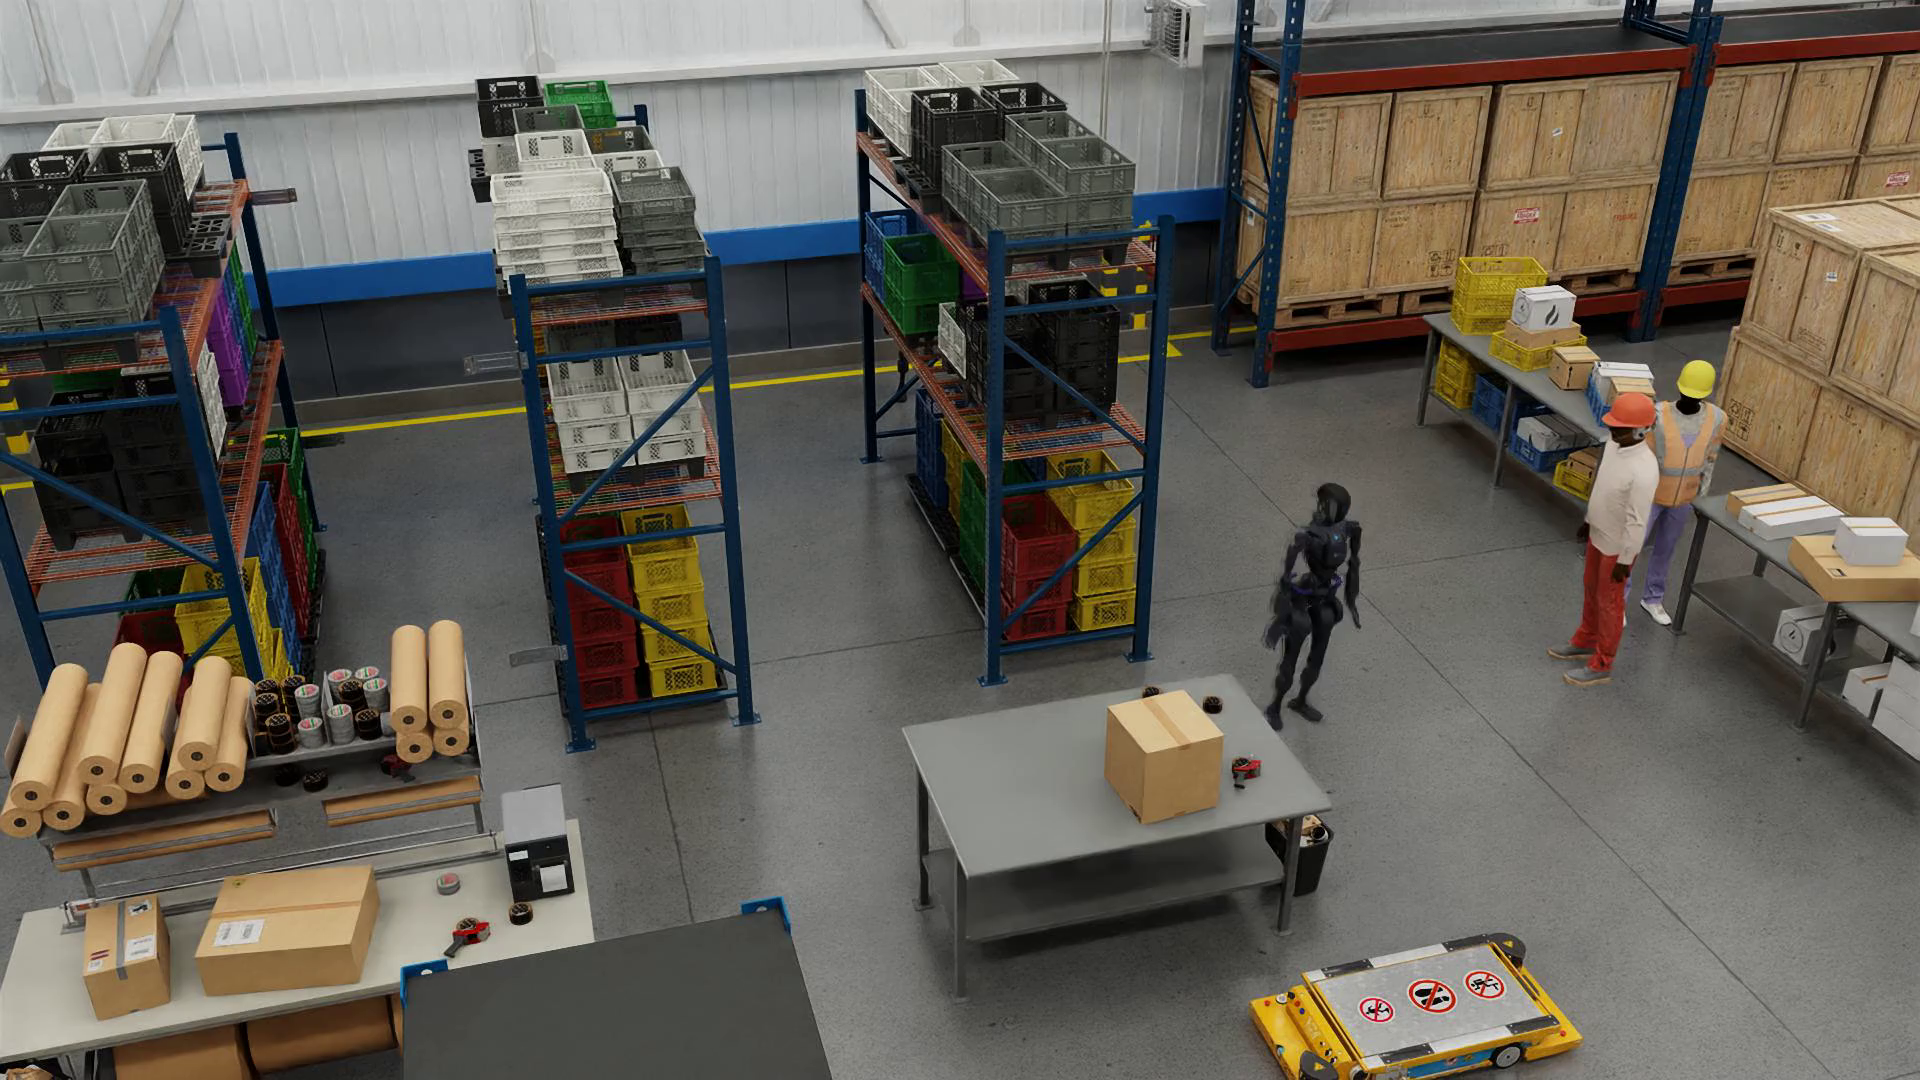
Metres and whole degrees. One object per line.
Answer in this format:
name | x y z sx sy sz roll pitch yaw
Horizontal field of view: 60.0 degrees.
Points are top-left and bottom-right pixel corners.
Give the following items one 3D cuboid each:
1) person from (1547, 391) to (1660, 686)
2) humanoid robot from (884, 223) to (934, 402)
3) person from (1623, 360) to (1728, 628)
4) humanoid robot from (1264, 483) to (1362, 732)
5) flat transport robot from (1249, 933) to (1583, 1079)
person | 4.058 -0.009 10.397 0.399 1.991 0.610 0 29 1
humanoid robot | -0.360 -1.997 14.319 0.611 1.657 0.320 -8 30 -14
person | 4.684 -0.305 10.999 0.587 1.923 0.379 -1 29 -2
humanoid robot | 2.104 0.409 9.971 0.640 1.647 0.360 -14 32 -24
flat transport robot | 2.184 2.282 7.980 1.431 0.197 0.652 -8 30 -14
